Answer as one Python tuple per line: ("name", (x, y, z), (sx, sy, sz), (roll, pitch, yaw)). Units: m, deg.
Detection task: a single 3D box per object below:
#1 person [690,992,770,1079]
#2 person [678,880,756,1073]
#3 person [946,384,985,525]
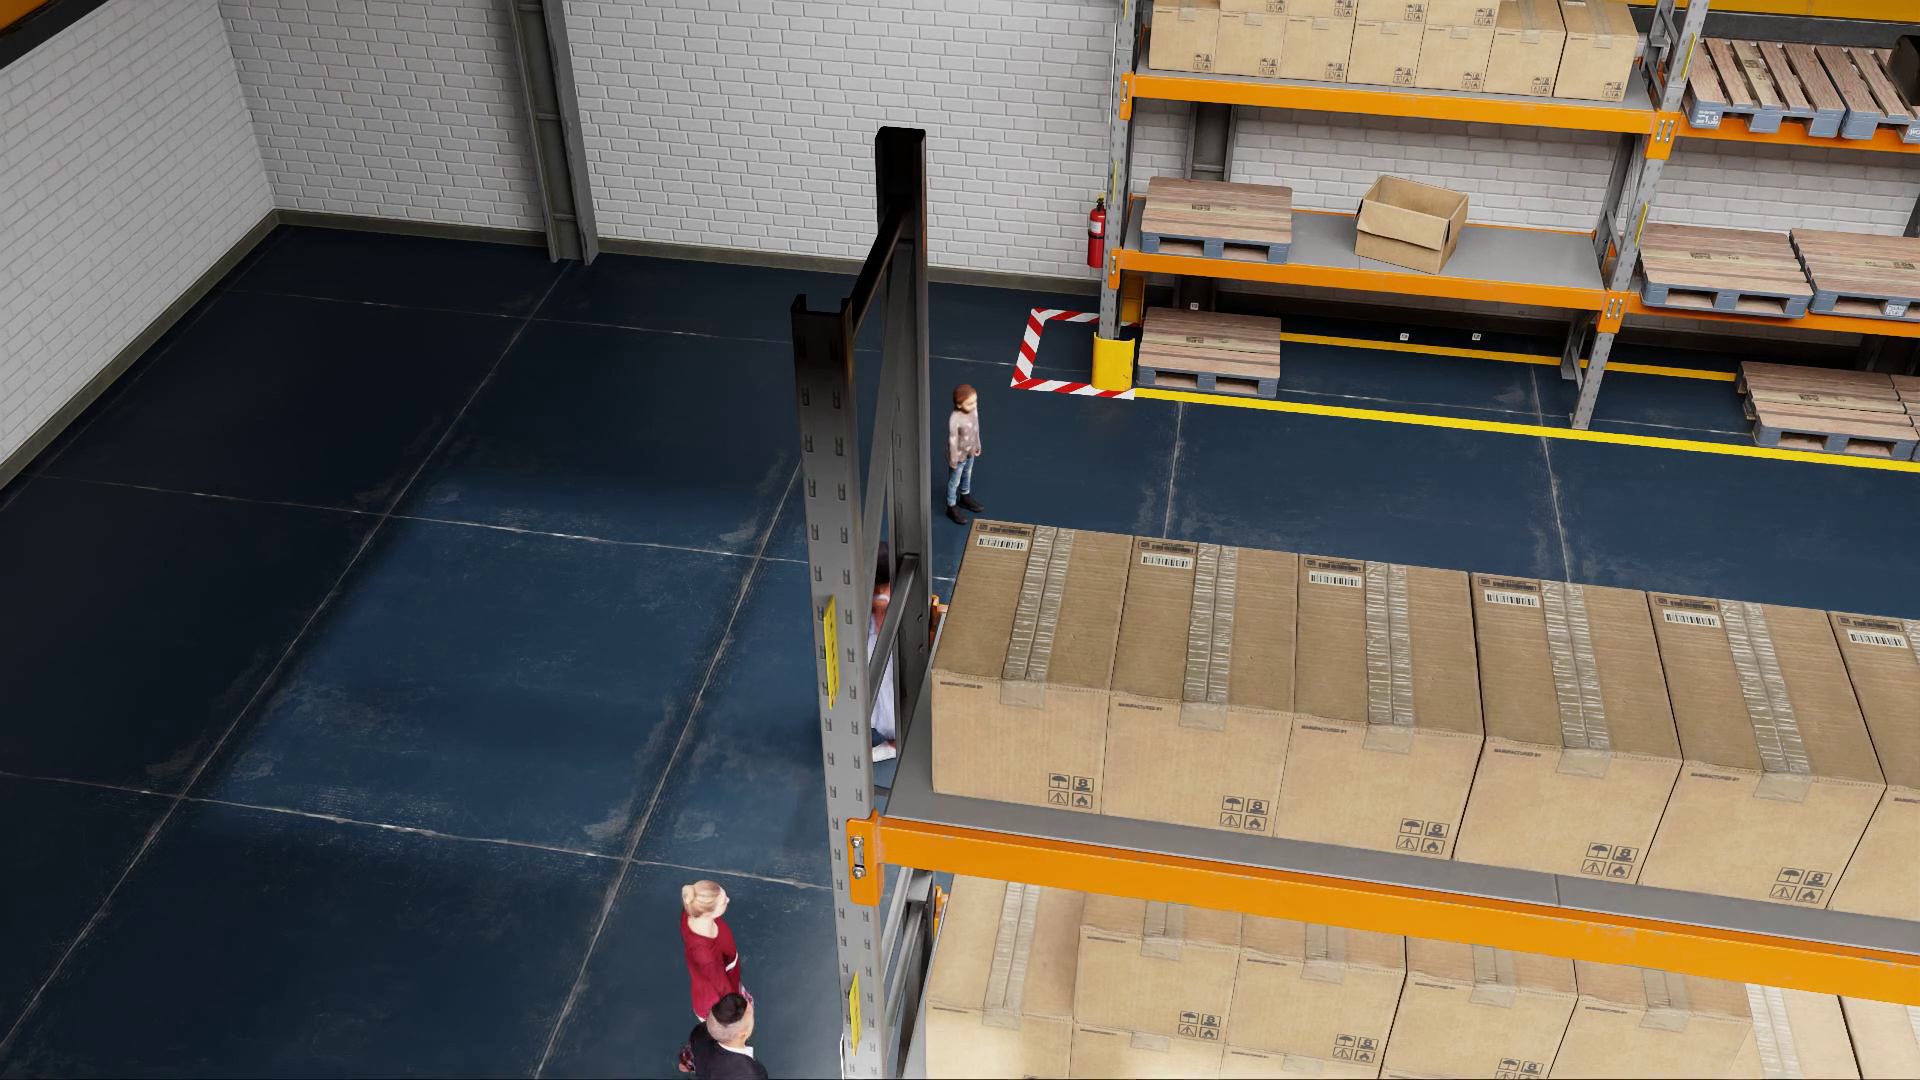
("person", (-1.110, 2.800, 7.675), (1.052, 1.929, 0.999), (-25, 45, -28))
("person", (-1.314, 2.327, 8.461), (0.808, 1.688, 0.760), (-10, 40, -12))
("person", (0.013, -0.684, 12.628), (0.575, 1.193, 0.543), (28, 46, 31))
